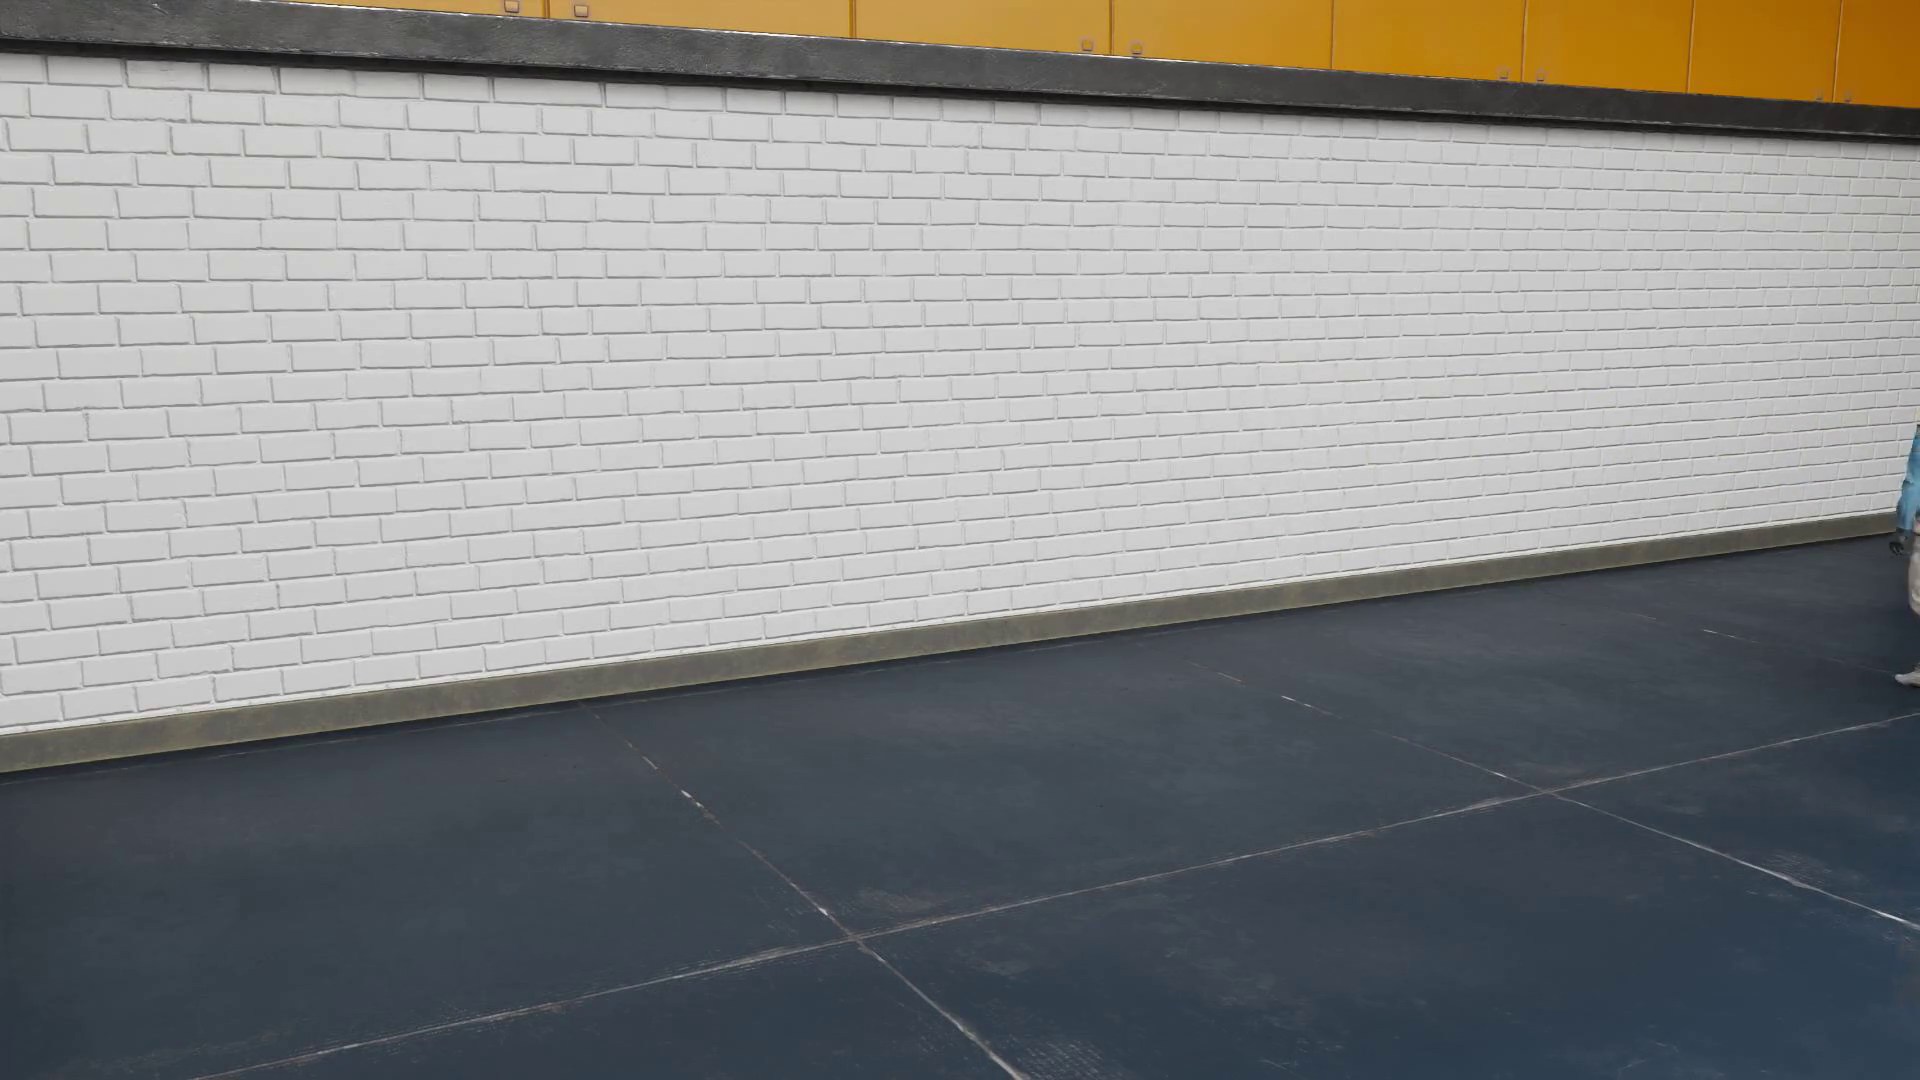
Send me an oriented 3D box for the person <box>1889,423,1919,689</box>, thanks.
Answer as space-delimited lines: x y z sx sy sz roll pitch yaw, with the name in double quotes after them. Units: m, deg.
4.700 -0.026 7.794 0.525 1.619 0.654 -2 10 -12 "person"
